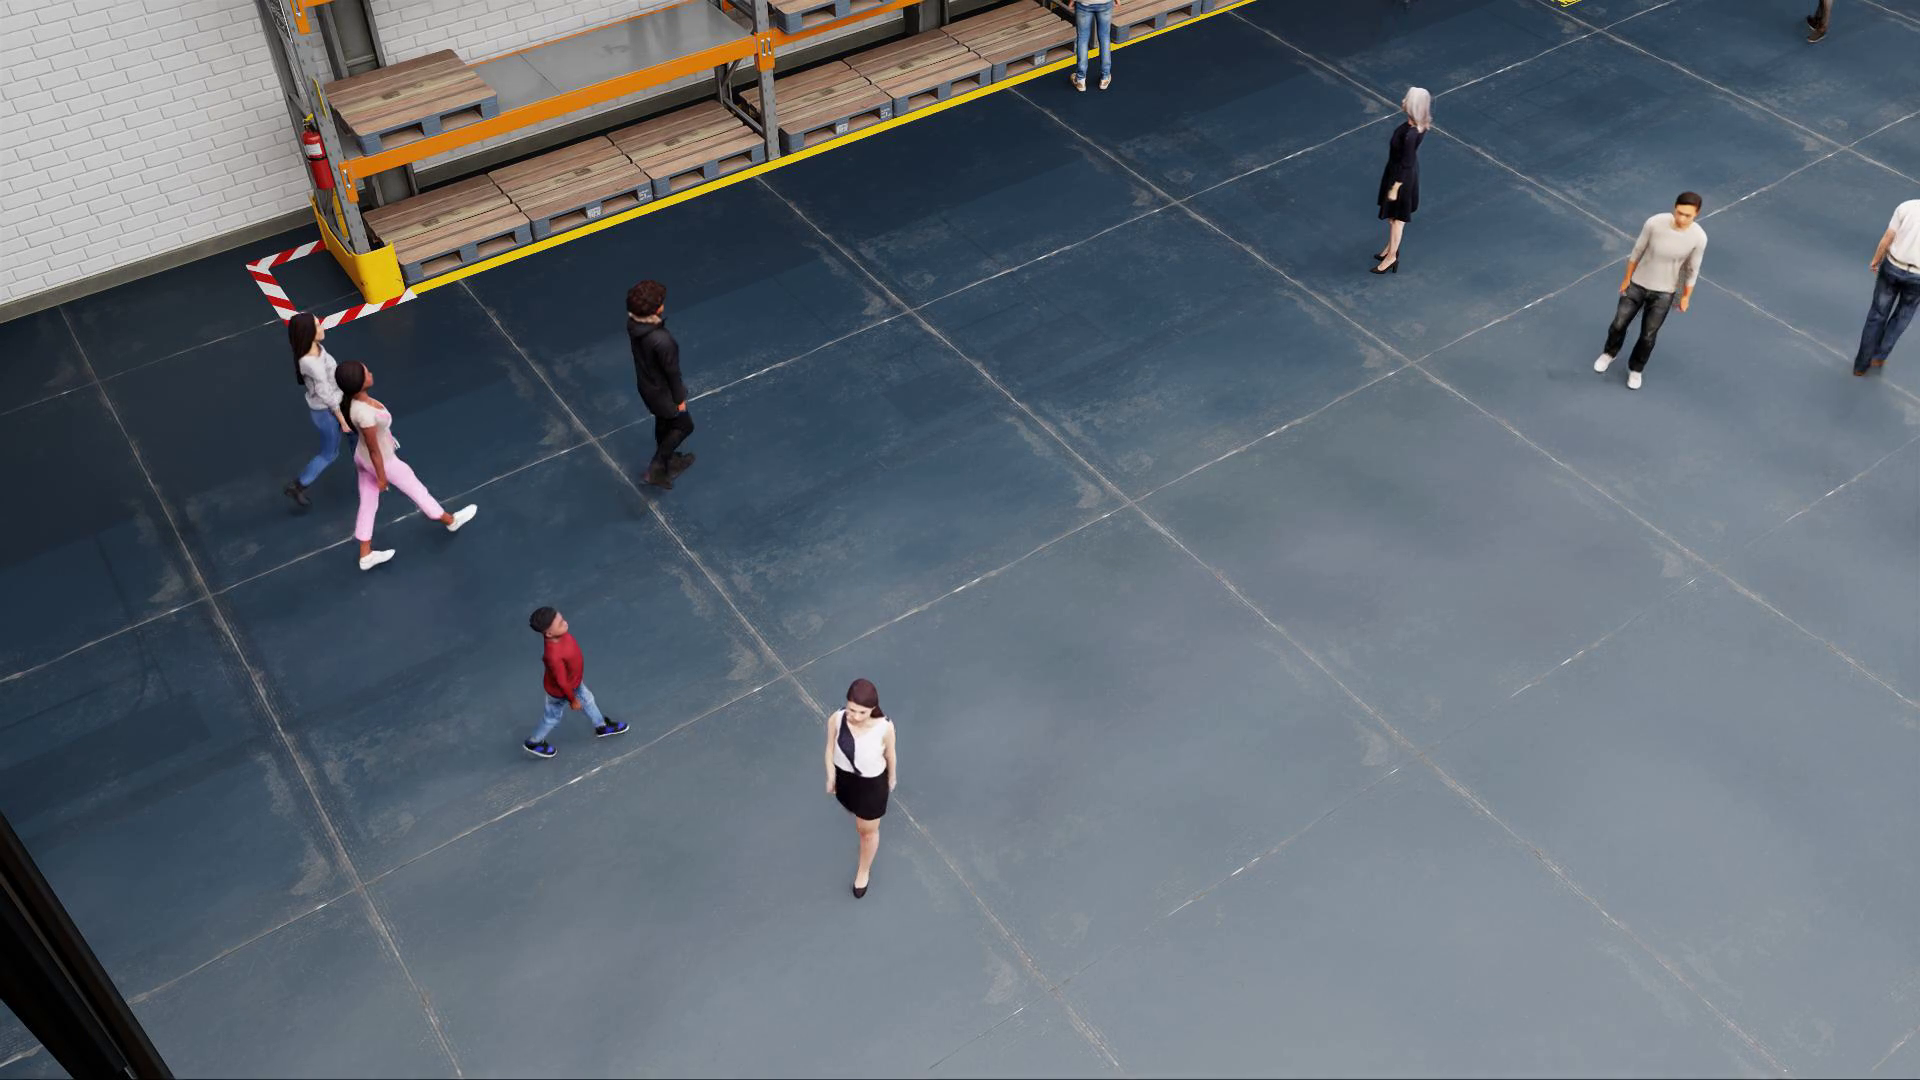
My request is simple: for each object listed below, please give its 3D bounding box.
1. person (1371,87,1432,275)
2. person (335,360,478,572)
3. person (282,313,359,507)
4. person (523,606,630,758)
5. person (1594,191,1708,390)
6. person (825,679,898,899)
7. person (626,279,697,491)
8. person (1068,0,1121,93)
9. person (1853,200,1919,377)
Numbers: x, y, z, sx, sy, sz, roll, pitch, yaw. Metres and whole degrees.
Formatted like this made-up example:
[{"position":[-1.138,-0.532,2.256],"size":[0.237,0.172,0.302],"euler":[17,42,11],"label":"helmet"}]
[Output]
[{"position":[3.757,-3.063,14.191],"size":[0.764,1.746,0.679],"euler":[14,45,14],"label":"person"},{"position":[-4.116,-0.483,11.520],"size":[1.146,1.694,0.635],"euler":[-30,51,-28],"label":"person"},{"position":[-4.650,-0.903,12.026],"size":[1.081,1.604,0.777],"euler":[-14,45,-14],"label":"person"},{"position":[-2.556,0.897,10.401],"size":[0.959,1.240,0.764],"euler":[-5,44,-6],"label":"person"},{"position":[5.437,-2.010,13.052],"size":[0.795,1.792,0.802],"euler":[20,47,20],"label":"person"},{"position":[-0.557,1.335,9.659],"size":[0.960,1.629,1.034],"euler":[7,44,7],"label":"person"},{"position":[-2.221,-1.073,12.087],"size":[0.830,1.766,0.700],"euler":[-34,53,-30],"label":"person"},{"position":[1.336,-5.387,16.517],"size":[0.686,1.902,0.816],"euler":[-4,44,-4],"label":"person"},{"position":[7.401,-2.043,13.047],"size":[0.785,1.848,0.788],"euler":[23,48,23],"label":"person"}]
